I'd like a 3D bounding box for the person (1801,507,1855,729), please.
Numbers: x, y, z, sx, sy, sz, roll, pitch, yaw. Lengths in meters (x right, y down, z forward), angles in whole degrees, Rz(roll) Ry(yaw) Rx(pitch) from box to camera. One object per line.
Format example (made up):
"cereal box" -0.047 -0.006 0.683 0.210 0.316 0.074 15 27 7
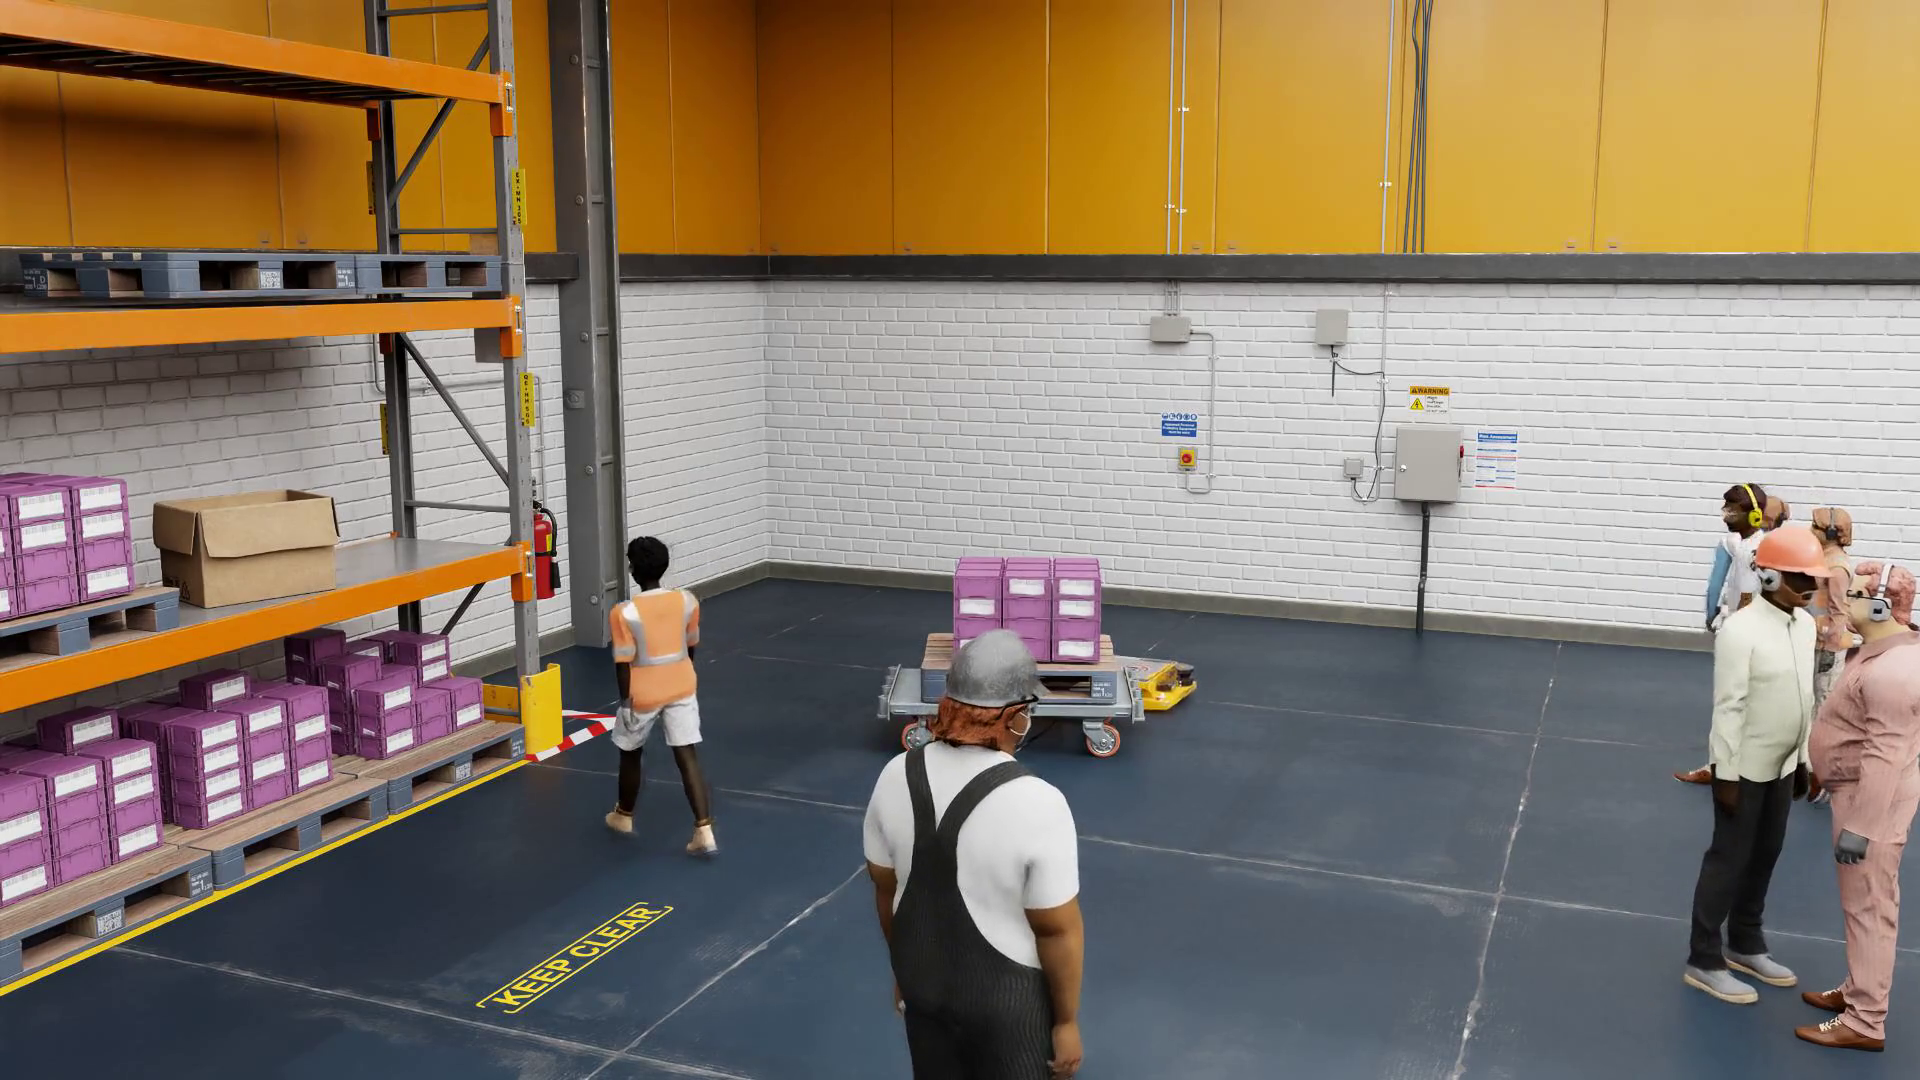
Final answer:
"person" 5.068 0.618 9.748 0.315 1.640 0.515 3 10 19

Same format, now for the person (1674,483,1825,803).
"person" 4.556 0.580 9.432 0.786 1.833 0.561 6 11 33

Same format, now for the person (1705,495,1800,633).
"person" 5.007 0.512 10.509 0.537 1.595 0.847 4 10 21

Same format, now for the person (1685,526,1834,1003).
"person" 3.329 0.922 6.885 0.608 1.986 0.415 -6 11 -34

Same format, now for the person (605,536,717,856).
"person" -1.557 0.797 8.627 0.533 1.655 0.877 -7 11 -35

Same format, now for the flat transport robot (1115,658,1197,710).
"flat transport robot" 0.894 0.966 11.777 1.431 0.197 0.652 5 10 25

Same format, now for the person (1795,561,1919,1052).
"person" 3.513 1.024 6.477 0.406 1.911 0.637 6 11 32
